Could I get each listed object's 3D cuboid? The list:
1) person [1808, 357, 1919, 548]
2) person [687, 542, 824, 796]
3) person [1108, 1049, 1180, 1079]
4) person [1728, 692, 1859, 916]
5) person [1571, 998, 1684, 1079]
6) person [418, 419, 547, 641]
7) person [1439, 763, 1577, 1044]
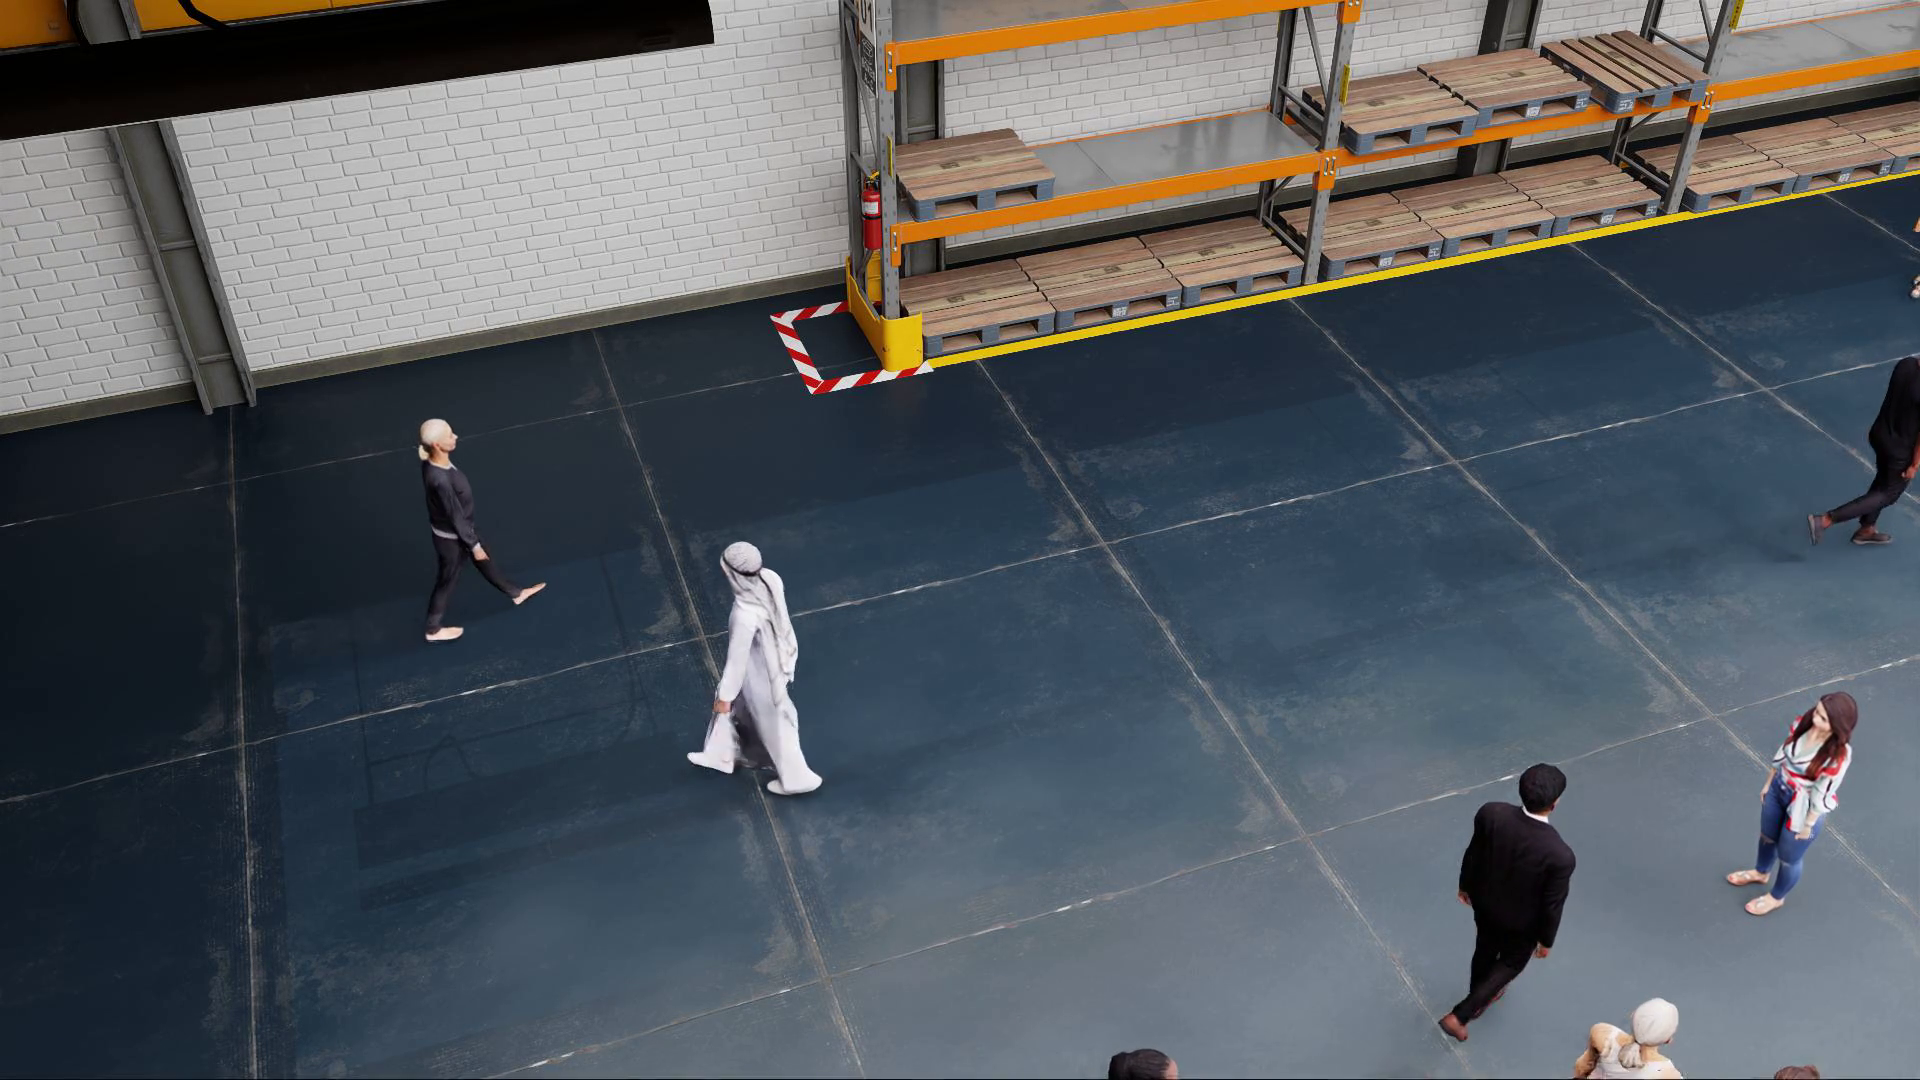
[{"bbox_3d":[6.444,-0.639,11.600,1.085,1.800,0.829,-4,39,-5],"label":"person"},{"bbox_3d":[-1.077,0.812,9.708,1.207,1.894,0.964,1,39,1],"label":"person"},{"bbox_3d":[0.723,2.791,7.373,0.887,1.716,0.764,-1,39,-1],"label":"person"},{"bbox_3d":[4.618,1.438,9.152,0.565,1.610,0.617,-8,39,-9],"label":"person"},{"bbox_3d":[2.869,2.707,7.523,1.020,1.659,1.236,26,45,29],"label":"person"},{"bbox_3d":[-3.414,-0.031,10.933,1.082,1.682,0.678,-15,41,-18],"label":"person"},{"bbox_3d":[2.706,1.887,8.383,1.033,1.867,0.909,-29,47,-31],"label":"person"}]
